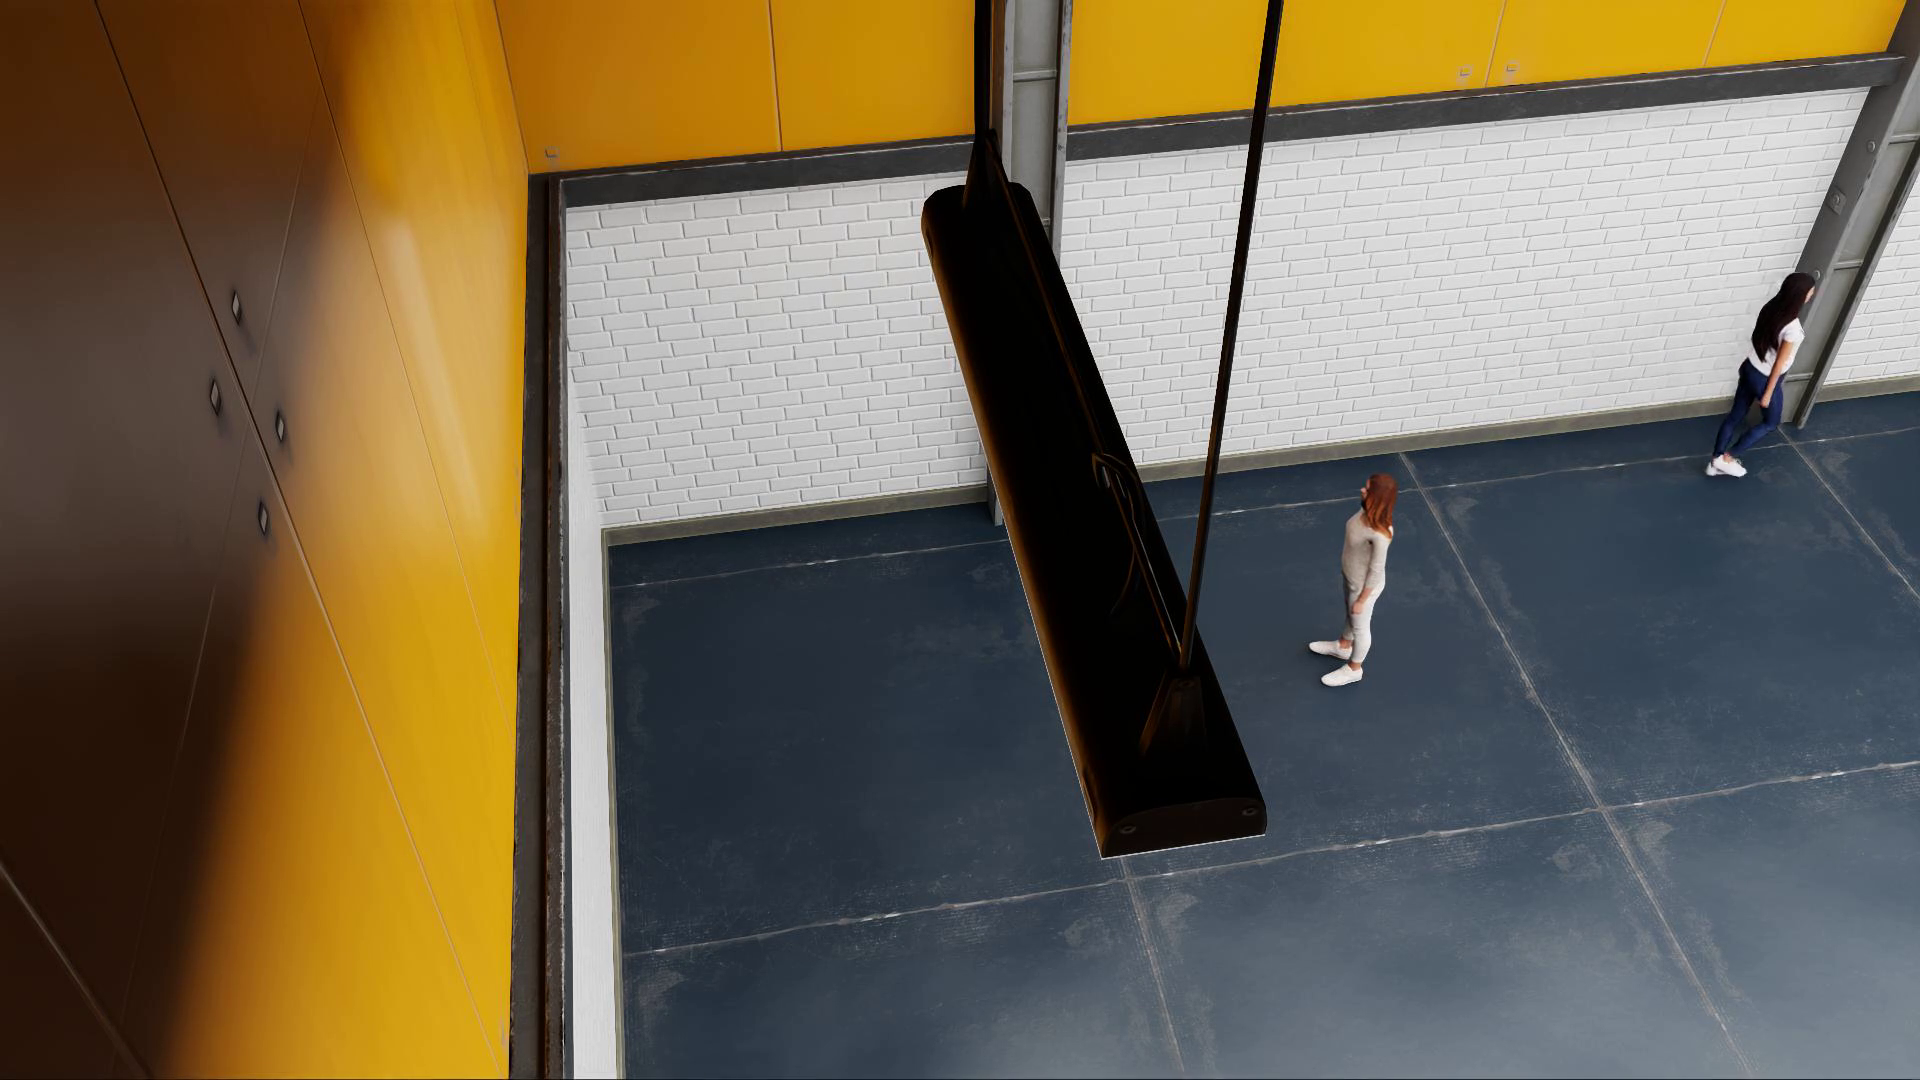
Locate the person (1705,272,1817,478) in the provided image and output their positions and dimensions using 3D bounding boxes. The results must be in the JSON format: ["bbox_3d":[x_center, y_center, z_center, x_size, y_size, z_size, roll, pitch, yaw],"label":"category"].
[{"bbox_3d":[5.644,-1.145,11.901,0.594,1.765,0.635,-2,44,-2],"label":"person"}]

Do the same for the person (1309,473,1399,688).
[{"bbox_3d":[2.549,0.234,10.491,0.610,1.713,0.640,1,44,1],"label":"person"}]
